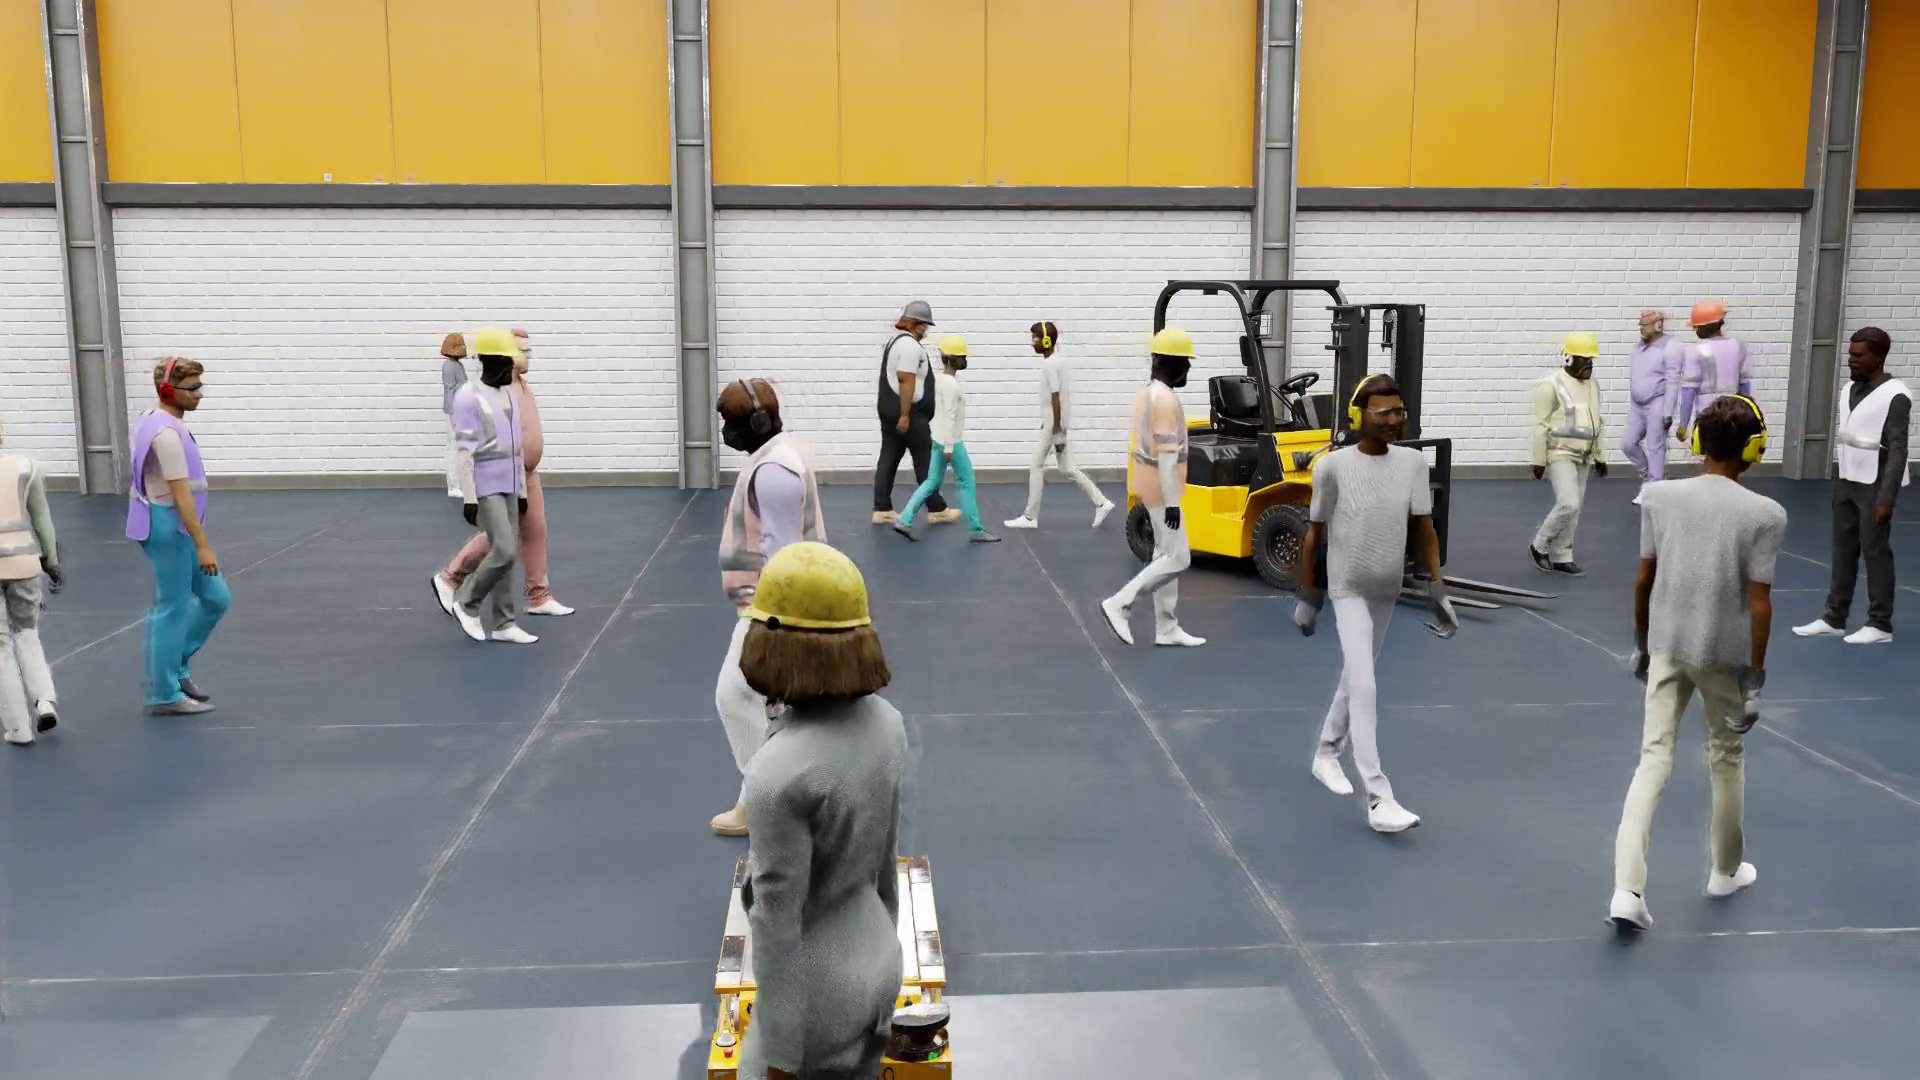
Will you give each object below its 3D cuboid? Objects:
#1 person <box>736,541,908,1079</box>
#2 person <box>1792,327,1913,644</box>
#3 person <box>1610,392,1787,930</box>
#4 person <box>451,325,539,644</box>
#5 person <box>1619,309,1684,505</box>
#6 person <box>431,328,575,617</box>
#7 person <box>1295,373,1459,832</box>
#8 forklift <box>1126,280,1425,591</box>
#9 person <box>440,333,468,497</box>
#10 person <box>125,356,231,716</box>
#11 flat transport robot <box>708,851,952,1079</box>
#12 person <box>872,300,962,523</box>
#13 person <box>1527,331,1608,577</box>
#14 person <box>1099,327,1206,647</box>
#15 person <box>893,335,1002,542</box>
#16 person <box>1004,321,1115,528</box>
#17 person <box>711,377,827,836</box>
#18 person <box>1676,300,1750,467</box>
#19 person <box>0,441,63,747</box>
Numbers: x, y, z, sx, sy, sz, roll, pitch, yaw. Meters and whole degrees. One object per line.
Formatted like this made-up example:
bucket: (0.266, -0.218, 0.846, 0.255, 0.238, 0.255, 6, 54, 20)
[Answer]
person: (-0.208, 0.861, 3.139, 0.550, 1.729, 0.490, 5, 10, 29)
person: (5.437, -0.323, 10.000, 0.428, 1.916, 0.607, -1, 9, -4)
person: (2.504, 0.408, 5.691, 0.540, 1.831, 0.953, 8, 12, 42)
person: (-2.754, -0.312, 9.895, 0.420, 1.916, 0.606, 2, 9, 15)
person: (6.629, -1.273, 16.015, 0.423, 1.887, 0.679, -3, 10, -18)
person: (-2.980, -0.420, 10.710, 0.822, 1.883, 0.645, 2, 9, 9)
person: (1.682, 0.229, 6.815, 0.503, 1.823, 0.963, -3, 9, -17)
forklift: (2.301, -0.860, 12.475, 1.214, 2.155, 2.313, -6, 11, -35)
person: (-5.041, -1.252, 16.698, 0.279, 1.633, 0.502, -1, 9, -4)
person: (-3.895, -0.003, 8.291, 0.464, 1.816, 0.576, -4, 10, -22)
flat transport robot: (-0.394, 1.269, 5.127, 0.652, 0.197, 1.431, -1, 9, -4)
person: (-0.392, -1.164, 14.868, 0.894, 2.000, 0.713, -3, 10, -19)
person: (4.467, -0.620, 12.160, 0.586, 1.809, 0.425, -6, 11, -34)
person: (1.161, -0.290, 9.770, 0.554, 1.913, 0.614, 0, 9, 0)
person: (-0.131, -0.827, 13.726, 0.872, 1.728, 0.533, -2, 9, -13)
person: (0.882, -0.987, 14.452, 0.917, 1.829, 0.548, 2, 9, 14)
person: (-0.790, 0.267, 6.588, 0.625, 1.809, 0.670, -1, 9, -4)
person: (6.509, -1.063, 14.359, 0.658, 2.002, 0.494, -4, 10, -23)
person: (-4.509, 0.171, 7.778, 0.380, 1.615, 0.543, 8, 12, 42)
